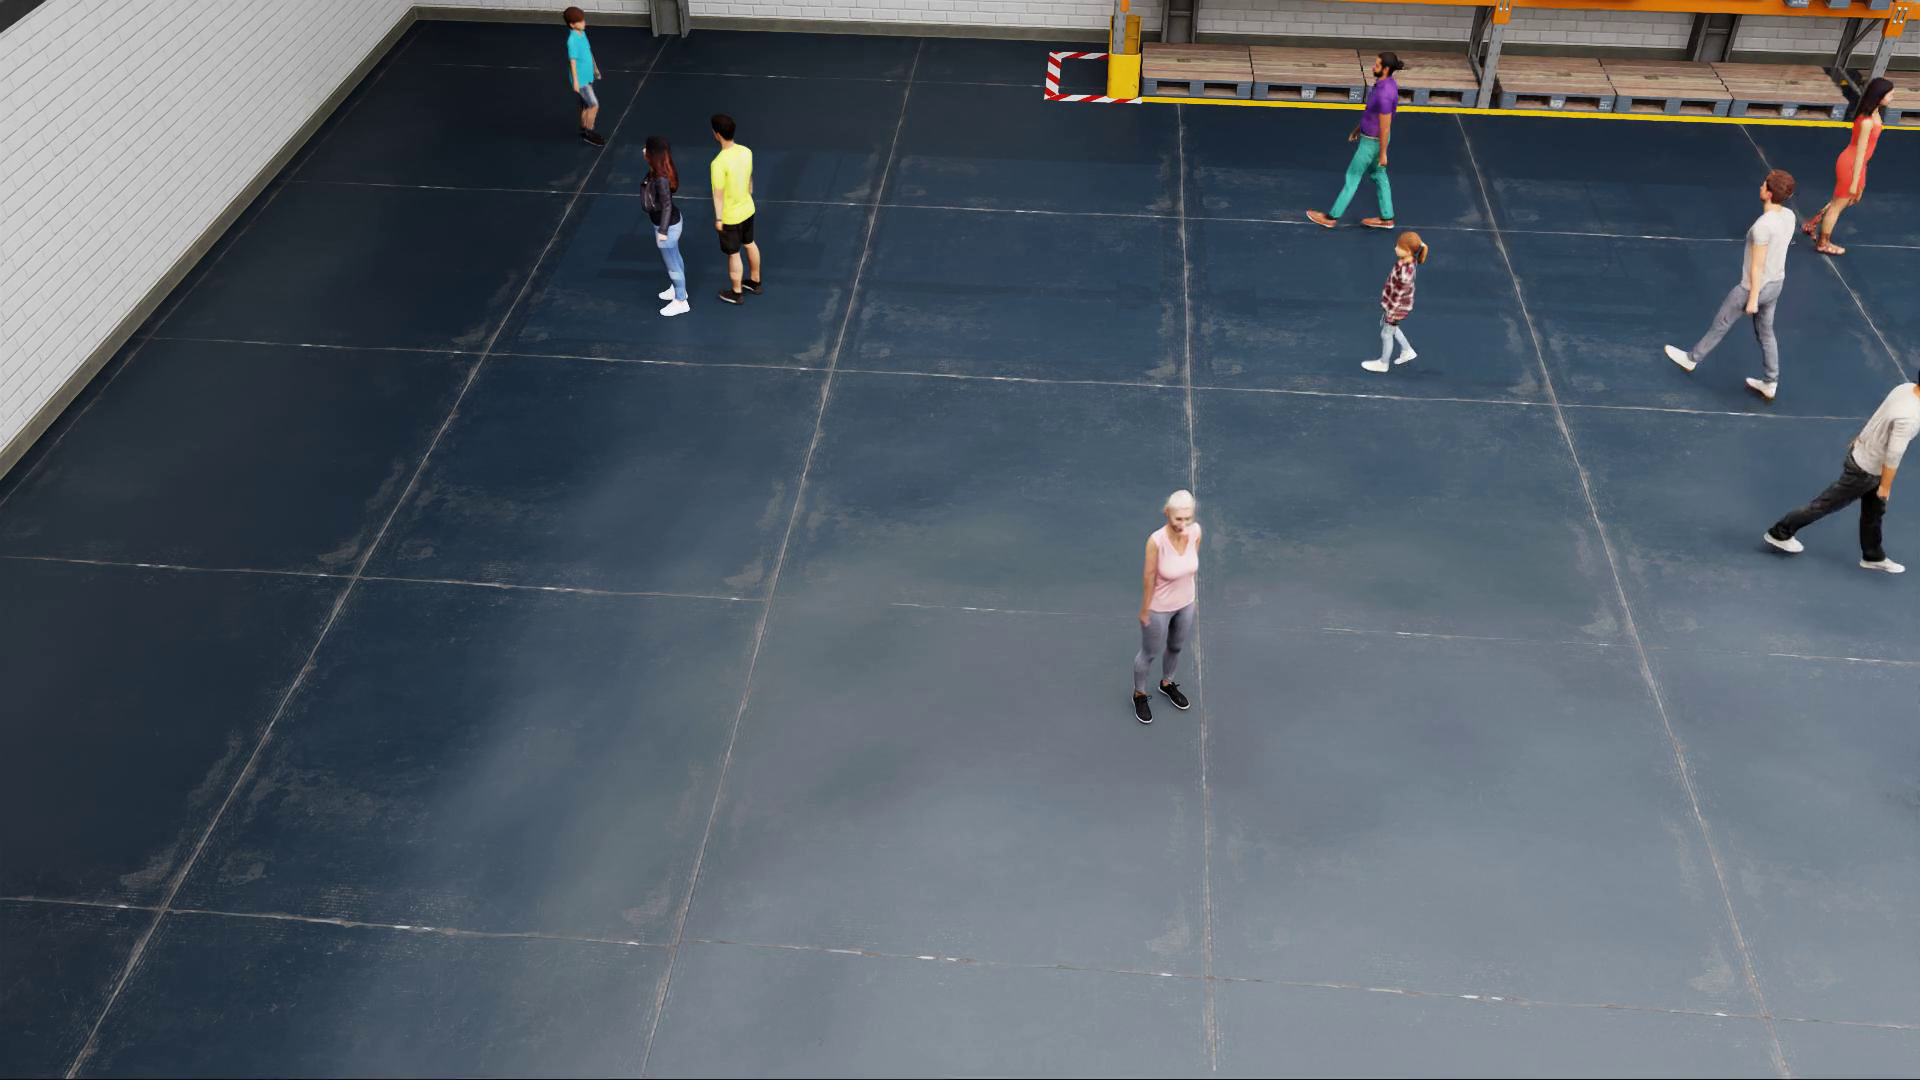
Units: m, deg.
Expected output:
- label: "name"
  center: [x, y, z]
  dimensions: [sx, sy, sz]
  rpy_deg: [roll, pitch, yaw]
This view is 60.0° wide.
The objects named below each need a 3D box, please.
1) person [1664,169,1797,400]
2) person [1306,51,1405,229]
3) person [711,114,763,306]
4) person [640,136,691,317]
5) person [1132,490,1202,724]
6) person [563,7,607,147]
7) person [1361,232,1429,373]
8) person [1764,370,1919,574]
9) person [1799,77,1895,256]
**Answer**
- label: "person"
  center: [6.418, -1.966, 13.244]
  dimensions: [1.173, 1.831, 1.216]
  rpy_deg: [-26, 46, -29]
- label: "person"
  center: [3.947, -3.678, 15.468]
  dimensions: [1.100, 1.731, 0.741]
  rpy_deg: [9, 40, 12]
- label: "person"
  center: [-1.948, -2.884, 14.496]
  dimensions: [0.694, 1.705, 0.688]
  rpy_deg: [23, 44, 26]
- label: "person"
  center: [-2.539, -2.734, 14.365]
  dimensions: [0.627, 1.634, 0.685]
  rpy_deg: [-4, 39, -6]
- label: "person"
  center: [1.303, 0.383, 10.388]
  dimensions: [0.593, 1.724, 0.692]
  rpy_deg: [-17, 42, -20]
- label: "person"
  center: [-3.939, -4.770, 17.069]
  dimensions: [0.529, 1.440, 0.516]
  rpy_deg: [4, 39, 5]
- label: "person"
  center: [3.642, -1.936, 13.632]
  dimensions: [0.712, 1.300, 0.621]
  rpy_deg: [12, 40, 15]
- label: "person"
  center: [6.193, -0.538, 11.530]
  dimensions: [1.269, 1.739, 0.990]
  rpy_deg: [17, 42, 20]
- label: "person"
  center: [8.022, -3.392, 15.127]
  dimensions: [0.766, 1.711, 0.717]
  rpy_deg: [14, 41, 17]
